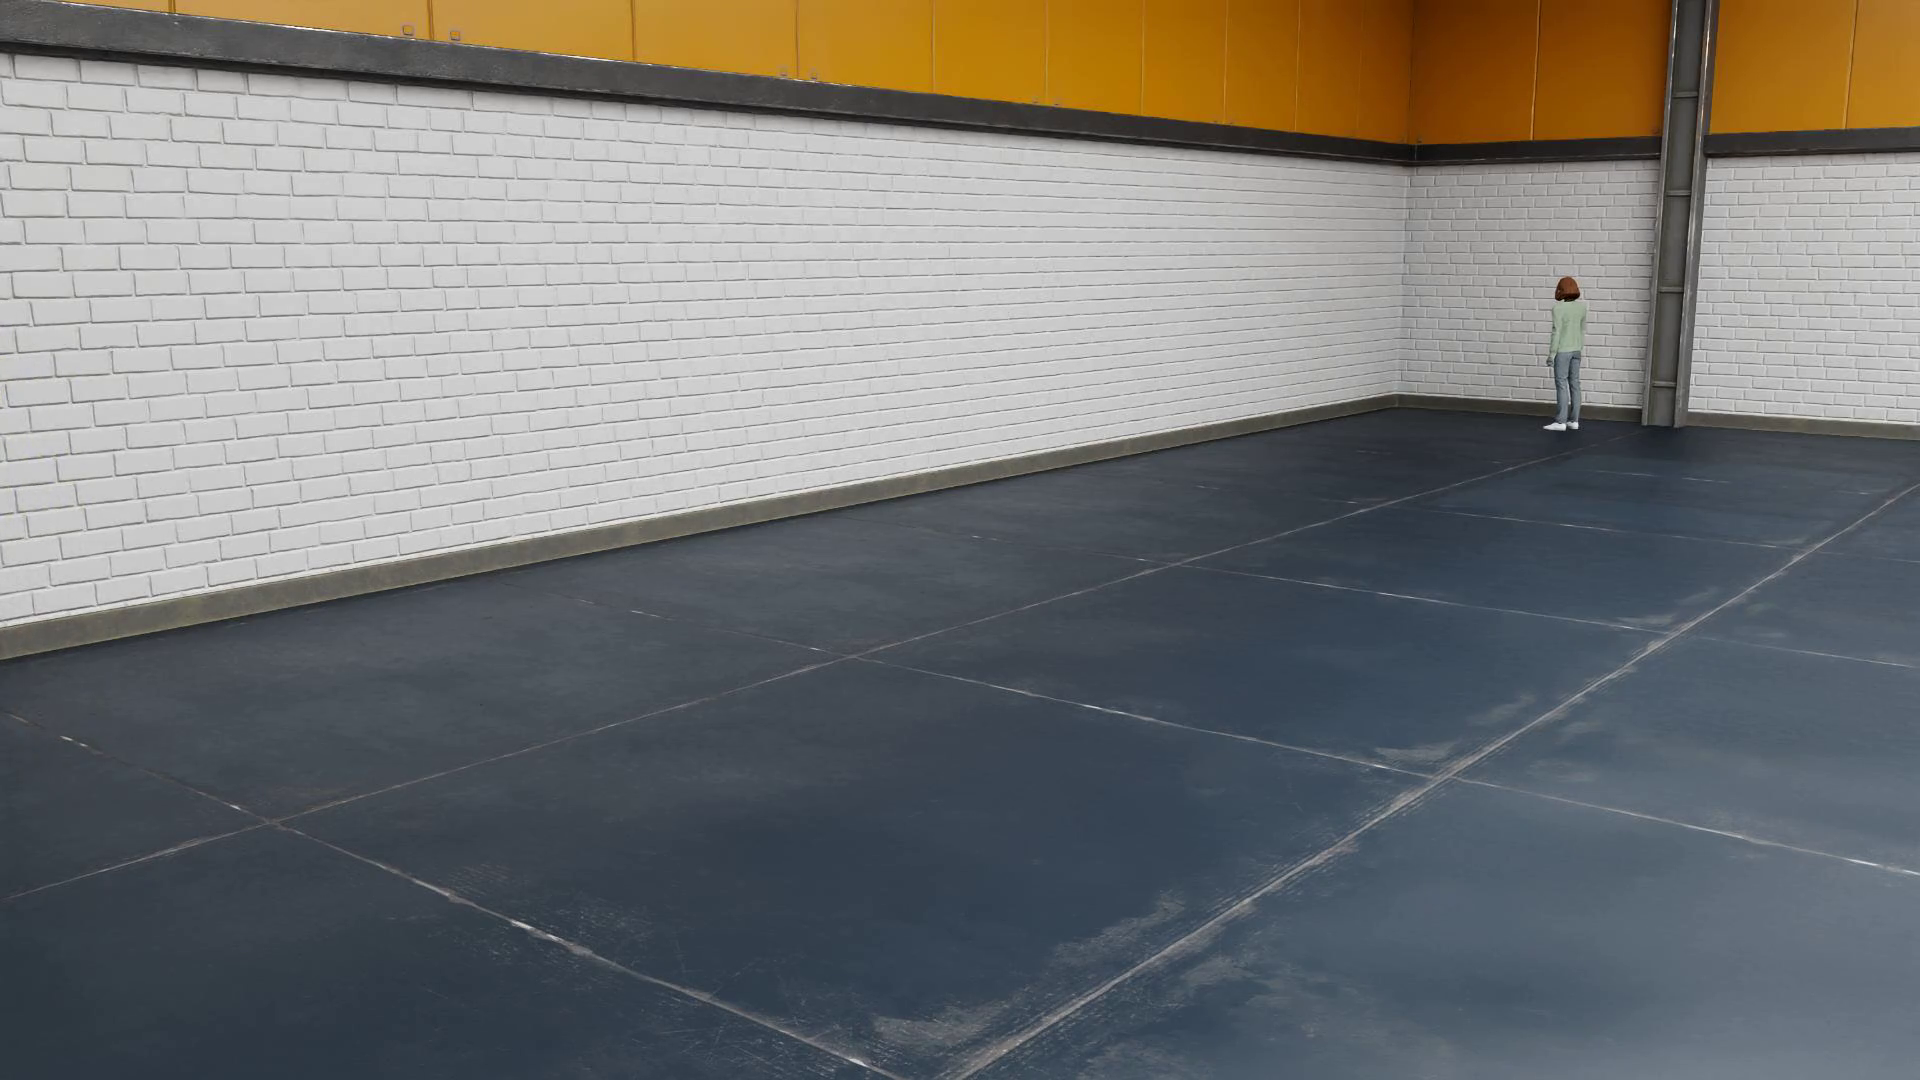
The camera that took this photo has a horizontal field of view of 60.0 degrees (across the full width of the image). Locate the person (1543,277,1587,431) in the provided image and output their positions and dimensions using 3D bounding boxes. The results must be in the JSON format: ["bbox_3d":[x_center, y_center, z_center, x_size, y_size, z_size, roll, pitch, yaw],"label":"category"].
[{"bbox_3d":[6.455,-1.981,17.736,0.501,1.633,0.289,-6,12,-30],"label":"person"}]
